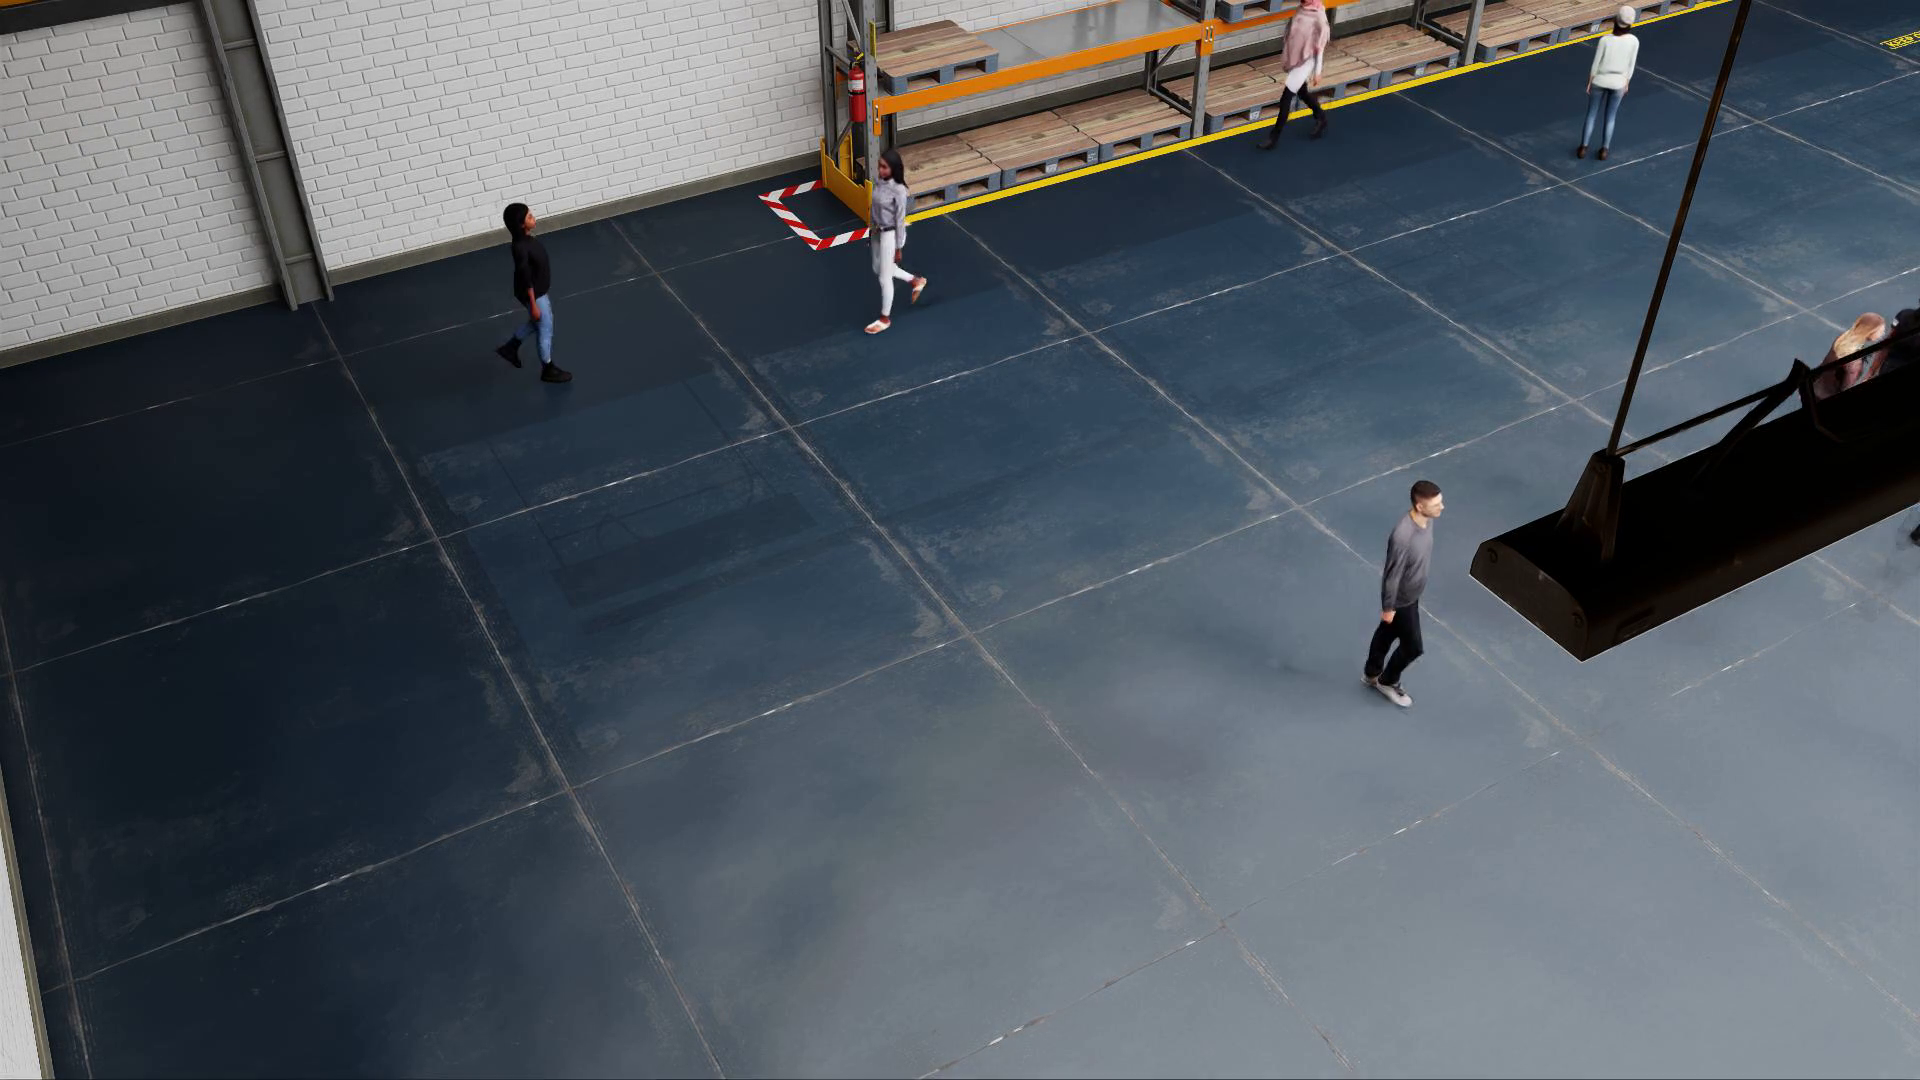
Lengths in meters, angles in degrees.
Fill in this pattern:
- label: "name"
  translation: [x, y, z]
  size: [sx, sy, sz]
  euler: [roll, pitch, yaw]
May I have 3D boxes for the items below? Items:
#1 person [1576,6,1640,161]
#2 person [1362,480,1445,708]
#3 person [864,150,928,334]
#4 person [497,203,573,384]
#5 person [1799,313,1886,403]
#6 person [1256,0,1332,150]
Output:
- label: "person"
  translation: [6.816, -4.801, 17.459]
  size: [0.639, 1.647, 0.701]
  euler: [10, 40, 12]
- label: "person"
  translation: [2.841, 0.315, 10.966]
  size: [0.810, 1.755, 0.722]
  euler: [19, 42, 22]
- label: "person"
  translation: [-0.583, -2.684, 14.758]
  size: [0.952, 1.710, 0.639]
  euler: [-23, 44, -26]
- label: "person"
  translation: [-3.673, -2.036, 13.967]
  size: [0.906, 1.683, 0.727]
  euler: [-6, 39, -7]
- label: "person"
  translation: [6.489, -1.015, 12.720]
  size: [1.153, 1.644, 1.112]
  euler: [10, 40, 12]
- label: "person"
  translation: [3.692, -5.031, 17.656]
  size: [1.196, 1.761, 0.674]
  euler: [-18, 42, -21]
